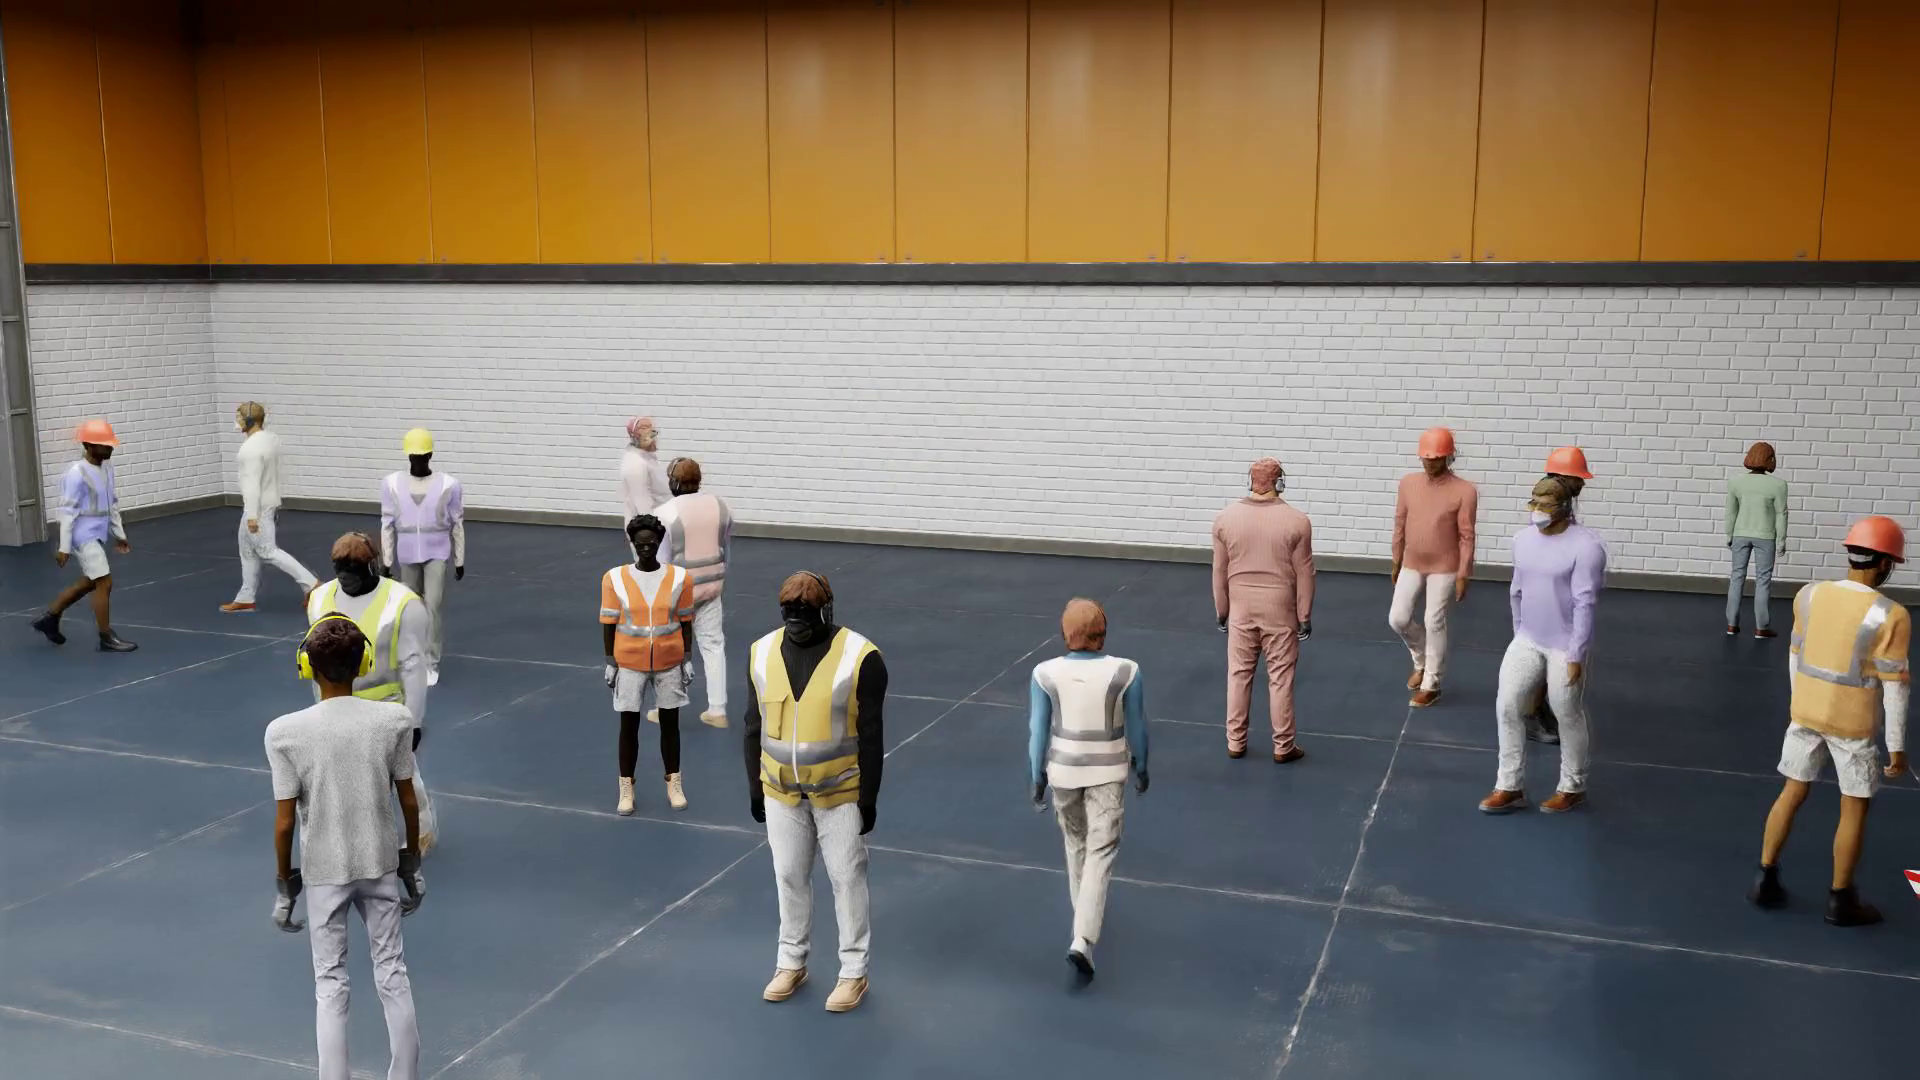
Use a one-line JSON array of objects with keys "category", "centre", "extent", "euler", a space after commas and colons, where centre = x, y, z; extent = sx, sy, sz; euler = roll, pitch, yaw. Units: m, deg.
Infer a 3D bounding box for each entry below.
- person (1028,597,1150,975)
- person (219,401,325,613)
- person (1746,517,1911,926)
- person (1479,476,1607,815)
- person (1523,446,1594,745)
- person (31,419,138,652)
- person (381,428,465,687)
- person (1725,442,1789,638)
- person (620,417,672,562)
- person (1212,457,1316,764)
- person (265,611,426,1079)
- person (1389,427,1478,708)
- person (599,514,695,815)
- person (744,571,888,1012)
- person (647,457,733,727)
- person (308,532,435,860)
[{"category": "person", "centre": [0.551, 1.060, 7.345], "extent": [0.516, 1.599, 0.830], "euler": [3, 10, 16]}, {"category": "person", "centre": [-6.137, -0.286, 14.762], "extent": [0.891, 1.914, 0.637], "euler": [-2, 9, -10]}, {"category": "person", "centre": [4.077, 0.842, 7.740], "extent": [0.535, 1.911, 0.657], "euler": [-5, 10, -29]}, {"category": "person", "centre": [3.217, 0.607, 9.209], "extent": [0.779, 1.913, 0.646], "euler": [-6, 11, -34]}, {"category": "person", "centre": [3.857, 0.350, 10.760], "extent": [0.397, 1.928, 0.557], "euler": [6, 11, 32]}, {"category": "person", "centre": [-7.030, -0.028, 13.227], "extent": [0.833, 1.895, 0.557], "euler": [-1, 9, -4]}, {"category": "person", "centre": [-4.009, 0.088, 12.477], "extent": [0.591, 1.900, 0.862], "euler": [-1, 9, -5]}, {"category": "person", "centre": [6.614, -0.001, 13.833], "extent": [0.284, 1.633, 0.500], "euler": [-9, 13, -44]}, {"category": "person", "centre": [-2.564, -0.071, 13.571], "extent": [0.451, 1.875, 0.735], "euler": [-1, 9, -7]}, {"category": "person", "centre": [1.887, 0.434, 10.311], "extent": [0.638, 1.903, 0.408], "euler": [4, 10, 25]}, {"category": "person", "centre": [-2.137, 1.173, 5.824], "extent": [0.508, 1.872, 0.329], "euler": [-6, 11, -31]}, {"category": "person", "centre": [3.276, 0.188, 11.605], "extent": [0.645, 1.970, 0.443], "euler": [9, 13, 44]}, {"category": "person", "centre": [-1.746, 0.692, 9.344], "extent": [0.535, 1.697, 0.318], "euler": [-3, 10, -16]}, {"category": "person", "centre": [-0.607, 1.027, 6.861], "extent": [0.619, 1.836, 0.431], "euler": [3, 10, 17]}, {"category": "person", "centre": [-1.814, 0.350, 11.091], "extent": [0.636, 1.841, 0.477], "euler": [-8, 12, -40]}, {"category": "person", "centre": [-2.897, 0.831, 8.197], "extent": [0.634, 1.800, 0.971], "euler": [1, 9, 7]}]
